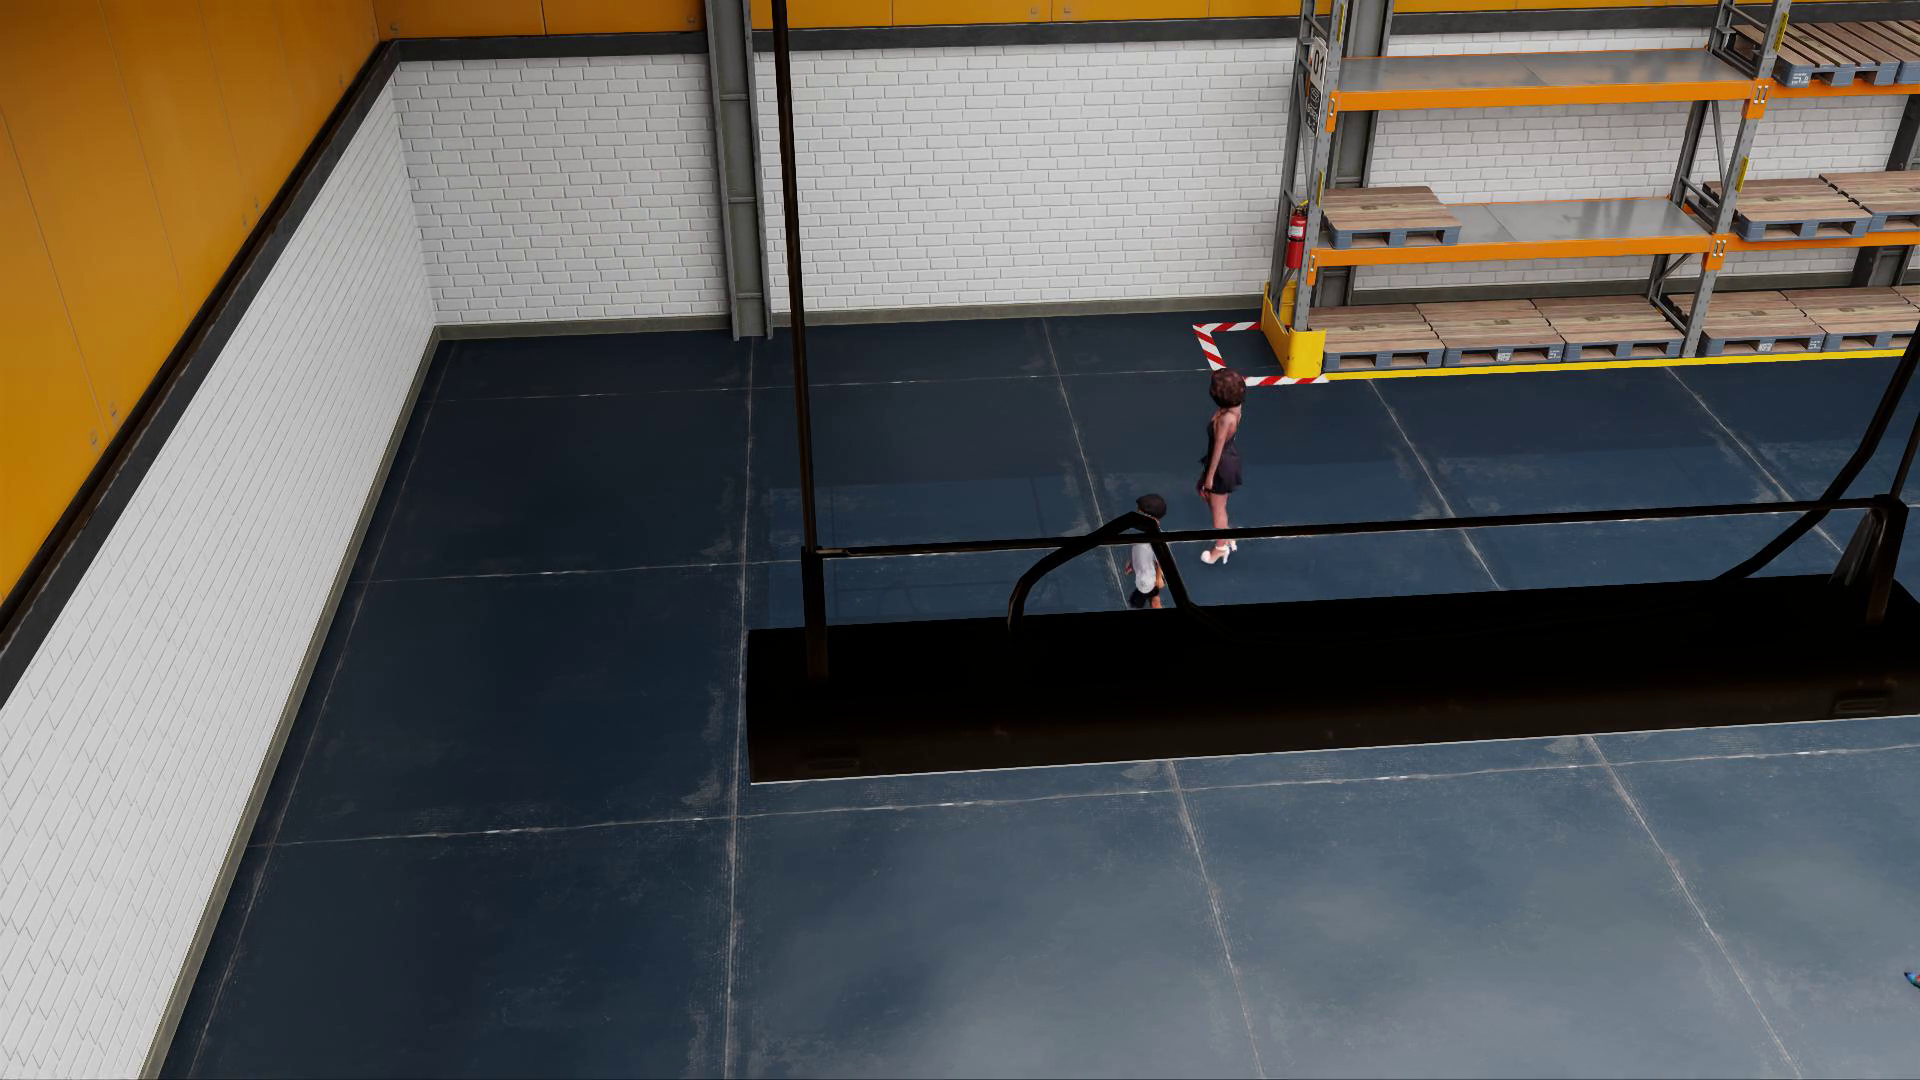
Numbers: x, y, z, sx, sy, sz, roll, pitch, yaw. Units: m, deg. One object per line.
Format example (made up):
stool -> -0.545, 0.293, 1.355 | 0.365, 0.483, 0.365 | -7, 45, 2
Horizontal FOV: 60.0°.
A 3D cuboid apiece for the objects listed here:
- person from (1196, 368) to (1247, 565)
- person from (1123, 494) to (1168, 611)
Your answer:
person -> 2.135, -0.541, 13.044 | 0.729, 1.777, 0.694 | 10, 35, 15
person -> 1.463, 0.200, 12.413 | 0.759, 1.240, 0.587 | -10, 35, -15
